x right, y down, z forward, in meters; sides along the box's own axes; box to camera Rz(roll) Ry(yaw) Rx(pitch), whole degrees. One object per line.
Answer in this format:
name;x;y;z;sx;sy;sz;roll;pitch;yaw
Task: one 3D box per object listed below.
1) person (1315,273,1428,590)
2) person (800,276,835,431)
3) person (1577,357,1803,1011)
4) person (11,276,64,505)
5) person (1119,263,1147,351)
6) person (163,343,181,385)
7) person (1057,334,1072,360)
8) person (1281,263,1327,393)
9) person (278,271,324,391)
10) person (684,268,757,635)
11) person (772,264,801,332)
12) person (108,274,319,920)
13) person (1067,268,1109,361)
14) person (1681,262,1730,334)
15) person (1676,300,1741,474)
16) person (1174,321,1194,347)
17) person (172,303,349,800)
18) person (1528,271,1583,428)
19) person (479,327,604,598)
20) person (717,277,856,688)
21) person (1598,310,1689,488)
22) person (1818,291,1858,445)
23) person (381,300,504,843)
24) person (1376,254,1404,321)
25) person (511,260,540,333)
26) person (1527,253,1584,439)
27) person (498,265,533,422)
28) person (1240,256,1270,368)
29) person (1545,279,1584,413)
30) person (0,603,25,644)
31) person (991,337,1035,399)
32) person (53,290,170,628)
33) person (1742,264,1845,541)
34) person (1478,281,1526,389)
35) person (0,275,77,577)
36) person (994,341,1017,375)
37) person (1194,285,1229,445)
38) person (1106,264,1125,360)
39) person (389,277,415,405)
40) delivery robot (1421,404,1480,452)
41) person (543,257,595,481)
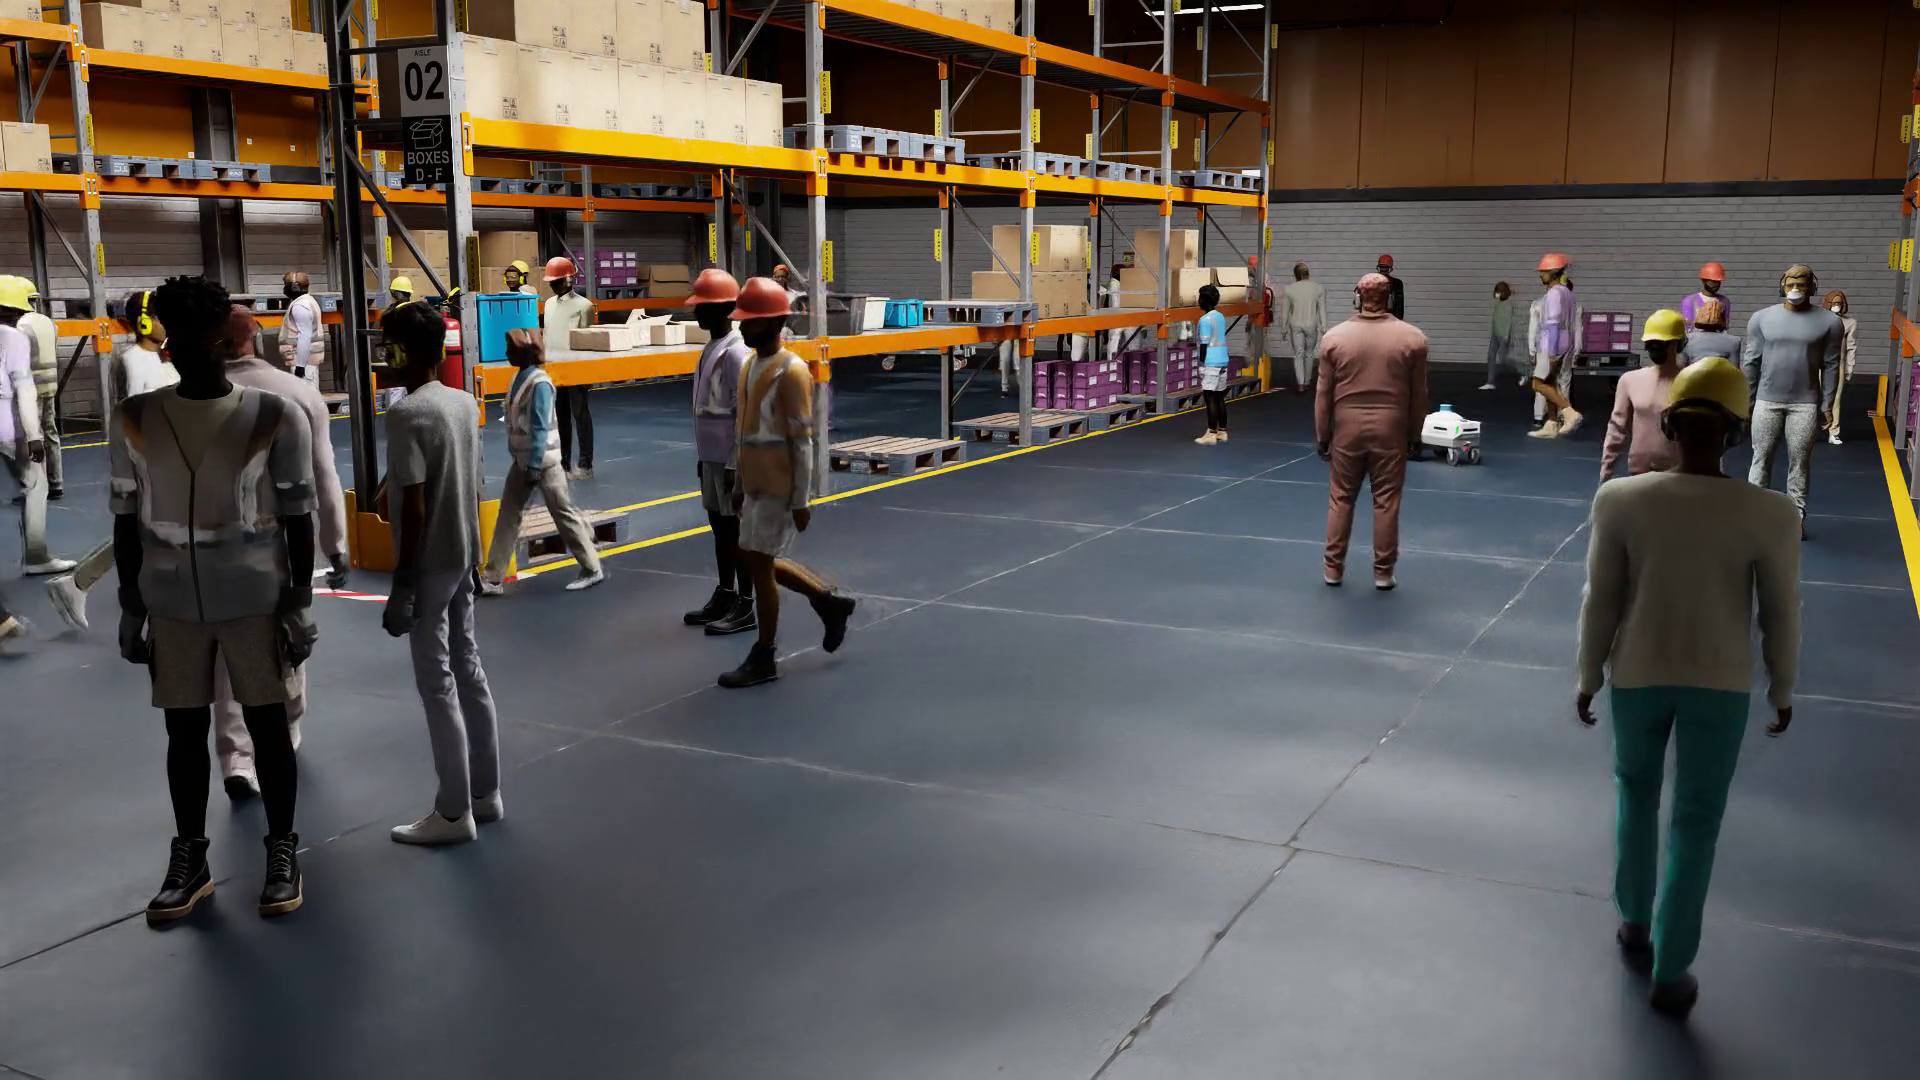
person;2.460;-0.642;10.001;0.649;1.906;0.418;3;10;16
person;-1.662;-2.134;18.767;0.406;1.865;0.798;6;12;33
person;2.007;0.374;4.577;0.541;1.744;0.682;6;12;33
person;-7.498;-1.196;13.403;0.404;1.832;0.595;0;10;0
person;2.519;-3.183;24.794;0.719;1.867;0.591;-4;11;-21
person;-4.824;-0.554;10.304;0.555;1.612;0.521;5;11;26
person;1.879;-3.959;29.087;0.543;1.939;0.371;4;10;20
person;4.993;-3.069;24.160;0.660;1.883;1.013;1;10;7
person;-6.681;-1.804;16.894;0.429;1.841;0.633;-2;10;-14
person;-1.278;-0.466;8.868;0.352;1.940;0.545;-5;11;-28
person;-2.133;-2.351;19.943;0.572;1.883;0.354;-1;10;-6
person;-2.263;0.182;5.062;0.602;1.958;0.369;-1;10;-7
person;1.764;-2.854;23.002;0.628;1.837;0.429;-1;10;-6
person;7.975;-2.004;17.817;0.548;1.927;0.411;-1;10;-7
person;6.178;-1.164;13.791;0.502;1.633;0.280;5;11;25
person;3.616;-3.570;26.877;0.425;1.921;0.579;1;10;4
person;-2.701;0.024;6.351;0.672;1.848;0.987;-4;11;-23
person;6.891;-2.212;19.271;0.590;1.837;0.403;4;10;20
person;-2.508;-0.457;9.805;0.855;1.592;0.532;-7;12;-35
person;-0.819;-0.279;7.850;0.708;1.915;0.552;-6;12;-32
person;3.753;-0.375;8.986;0.916;1.714;0.552;-9;13;-43
person;9.205;-1.820;17.618;0.500;1.628;0.277;4;11;21
person;-1.808;0.115;5.718;0.313;1.864;0.530;2;10;12
person;6.455;-3.344;25.364;0.611;1.996;0.379;4;10;21
person;-5.645;-2.648;21.542;0.385;1.922;0.594;1;10;6
person;6.456;-2.087;18.021;0.542;2.025;0.612;6;11;31
person;-5.324;-2.346;19.934;0.531;1.876;0.322;2;10;11
person;4.528;-3.396;25.720;0.646;1.967;0.641;2;10;11
person;7.616;-2.456;21.088;0.542;1.695;0.316;1;10;8
person;-5.152;-0.249;8.066;0.965;1.798;0.564;-3;10;-19
person;0.736;-2.855;23.068;0.622;1.807;0.431;2;10;11
person;-4.386;-0.407;8.845;0.831;1.841;0.510;-3;10;-19
person;5.846;-0.963;11.742;0.627;1.941;0.371;5;11;28
person;8.069;-3.020;24.610;0.638;1.609;0.508;-2;10;-12
person;-5.913;-0.683;10.284;0.663;1.880;0.636;3;10;15
person;0.783;-3.693;27.551;0.634;1.937;0.355;-6;11;-30
person;2.669;-1.854;17.639;0.323;1.689;0.537;6;11;31
person;2.642;-3.710;27.935;0.429;1.839;0.634;2;10;11
person;-6.112;-1.995;18.239;0.329;1.762;0.523;-2;10;-10
delivery robot;4.688;-1.068;16.086;0.477;0.478;0.707;-5;11;-26
person;-3.511;-1.520;14.838;0.611;1.985;0.393;7;12;33
